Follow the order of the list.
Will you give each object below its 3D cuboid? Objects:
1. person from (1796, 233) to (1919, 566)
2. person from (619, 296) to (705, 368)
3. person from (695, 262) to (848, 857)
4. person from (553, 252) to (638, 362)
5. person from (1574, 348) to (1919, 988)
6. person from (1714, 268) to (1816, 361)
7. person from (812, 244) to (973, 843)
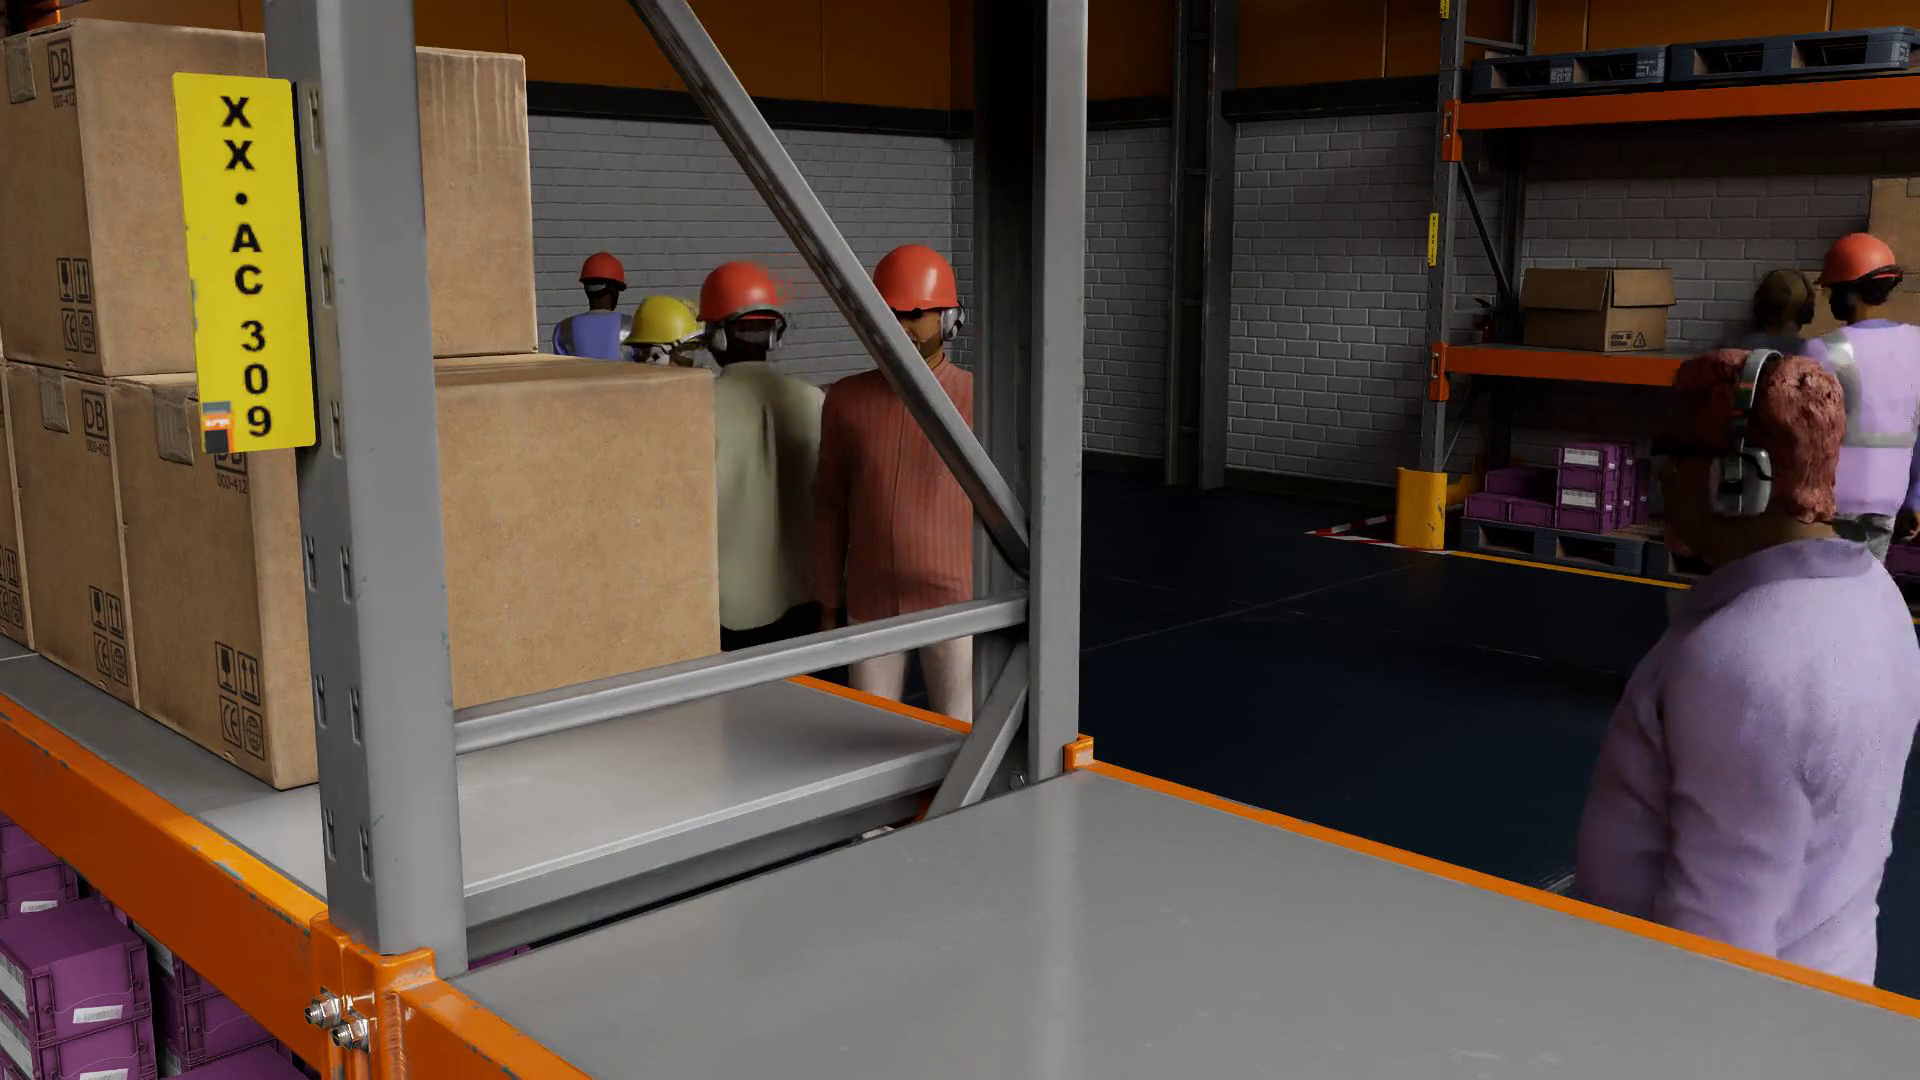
[{"bbox_3d":[3.502,-0.169,6.497,0.642,2.028,0.502,-2,11,-12],"label":"person"},{"bbox_3d":[-1.111,0.033,6.000,0.657,1.803,0.617,1,10,5],"label":"person"},{"bbox_3d":[-0.642,0.138,5.064,0.639,1.933,1.085,-7,12,-34],"label":"person"},{"bbox_3d":[-1.935,-0.603,9.145,0.543,1.927,0.375,0,10,1],"label":"person"},{"bbox_3d":[1.149,0.674,2.318,0.872,1.881,0.658,10,14,42],"label":"person"},{"bbox_3d":[3.348,-0.171,6.911,0.967,1.899,0.640,-9,14,-41],"label":"person"},{"bbox_3d":[-0.126,0.177,4.702,0.610,1.995,0.375,2,11,13],"label":"person"}]
